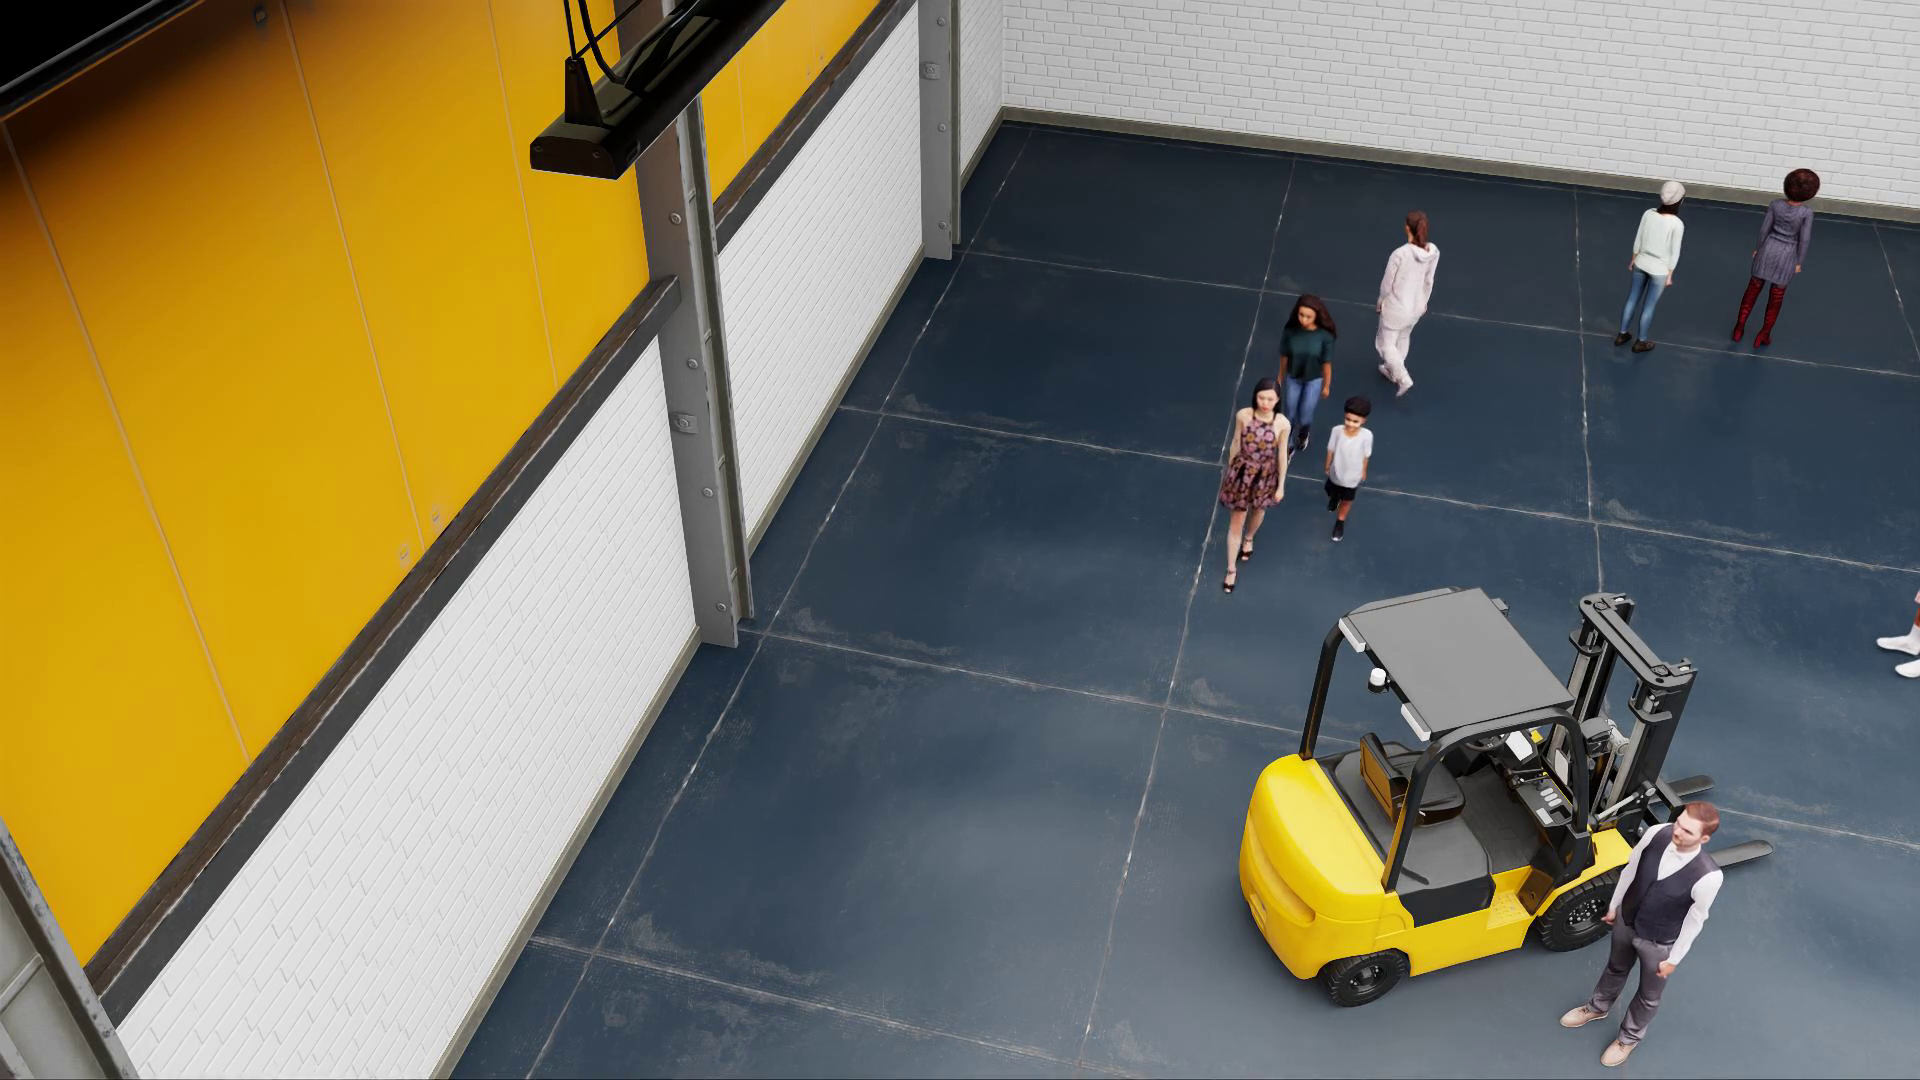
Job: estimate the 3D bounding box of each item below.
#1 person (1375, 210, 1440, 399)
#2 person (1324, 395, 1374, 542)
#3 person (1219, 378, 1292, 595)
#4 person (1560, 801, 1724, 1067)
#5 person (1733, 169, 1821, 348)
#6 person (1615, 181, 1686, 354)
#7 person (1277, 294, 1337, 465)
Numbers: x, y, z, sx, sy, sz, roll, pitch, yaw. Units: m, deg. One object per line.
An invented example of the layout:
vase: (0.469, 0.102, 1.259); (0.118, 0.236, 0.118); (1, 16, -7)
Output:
person: (3.872, -1.999, 14.385); (0.916, 1.671, 1.019); (-13, 40, -16)
person: (3.038, -0.613, 12.990); (0.532, 1.247, 0.725); (14, 41, 17)
person: (2.218, -0.496, 12.446); (0.618, 1.742, 0.897); (11, 40, 13)
person: (3.763, 2.100, 9.038); (0.799, 1.938, 0.734); (-19, 42, -22)
person: (7.384, -2.546, 15.036); (0.657, 1.712, 0.651); (30, 47, 32)
person: (6.243, -2.469, 14.991); (0.678, 1.649, 0.644); (-26, 45, -29)
person: (2.835, -1.347, 13.626); (0.662, 1.598, 0.724); (18, 42, 21)
